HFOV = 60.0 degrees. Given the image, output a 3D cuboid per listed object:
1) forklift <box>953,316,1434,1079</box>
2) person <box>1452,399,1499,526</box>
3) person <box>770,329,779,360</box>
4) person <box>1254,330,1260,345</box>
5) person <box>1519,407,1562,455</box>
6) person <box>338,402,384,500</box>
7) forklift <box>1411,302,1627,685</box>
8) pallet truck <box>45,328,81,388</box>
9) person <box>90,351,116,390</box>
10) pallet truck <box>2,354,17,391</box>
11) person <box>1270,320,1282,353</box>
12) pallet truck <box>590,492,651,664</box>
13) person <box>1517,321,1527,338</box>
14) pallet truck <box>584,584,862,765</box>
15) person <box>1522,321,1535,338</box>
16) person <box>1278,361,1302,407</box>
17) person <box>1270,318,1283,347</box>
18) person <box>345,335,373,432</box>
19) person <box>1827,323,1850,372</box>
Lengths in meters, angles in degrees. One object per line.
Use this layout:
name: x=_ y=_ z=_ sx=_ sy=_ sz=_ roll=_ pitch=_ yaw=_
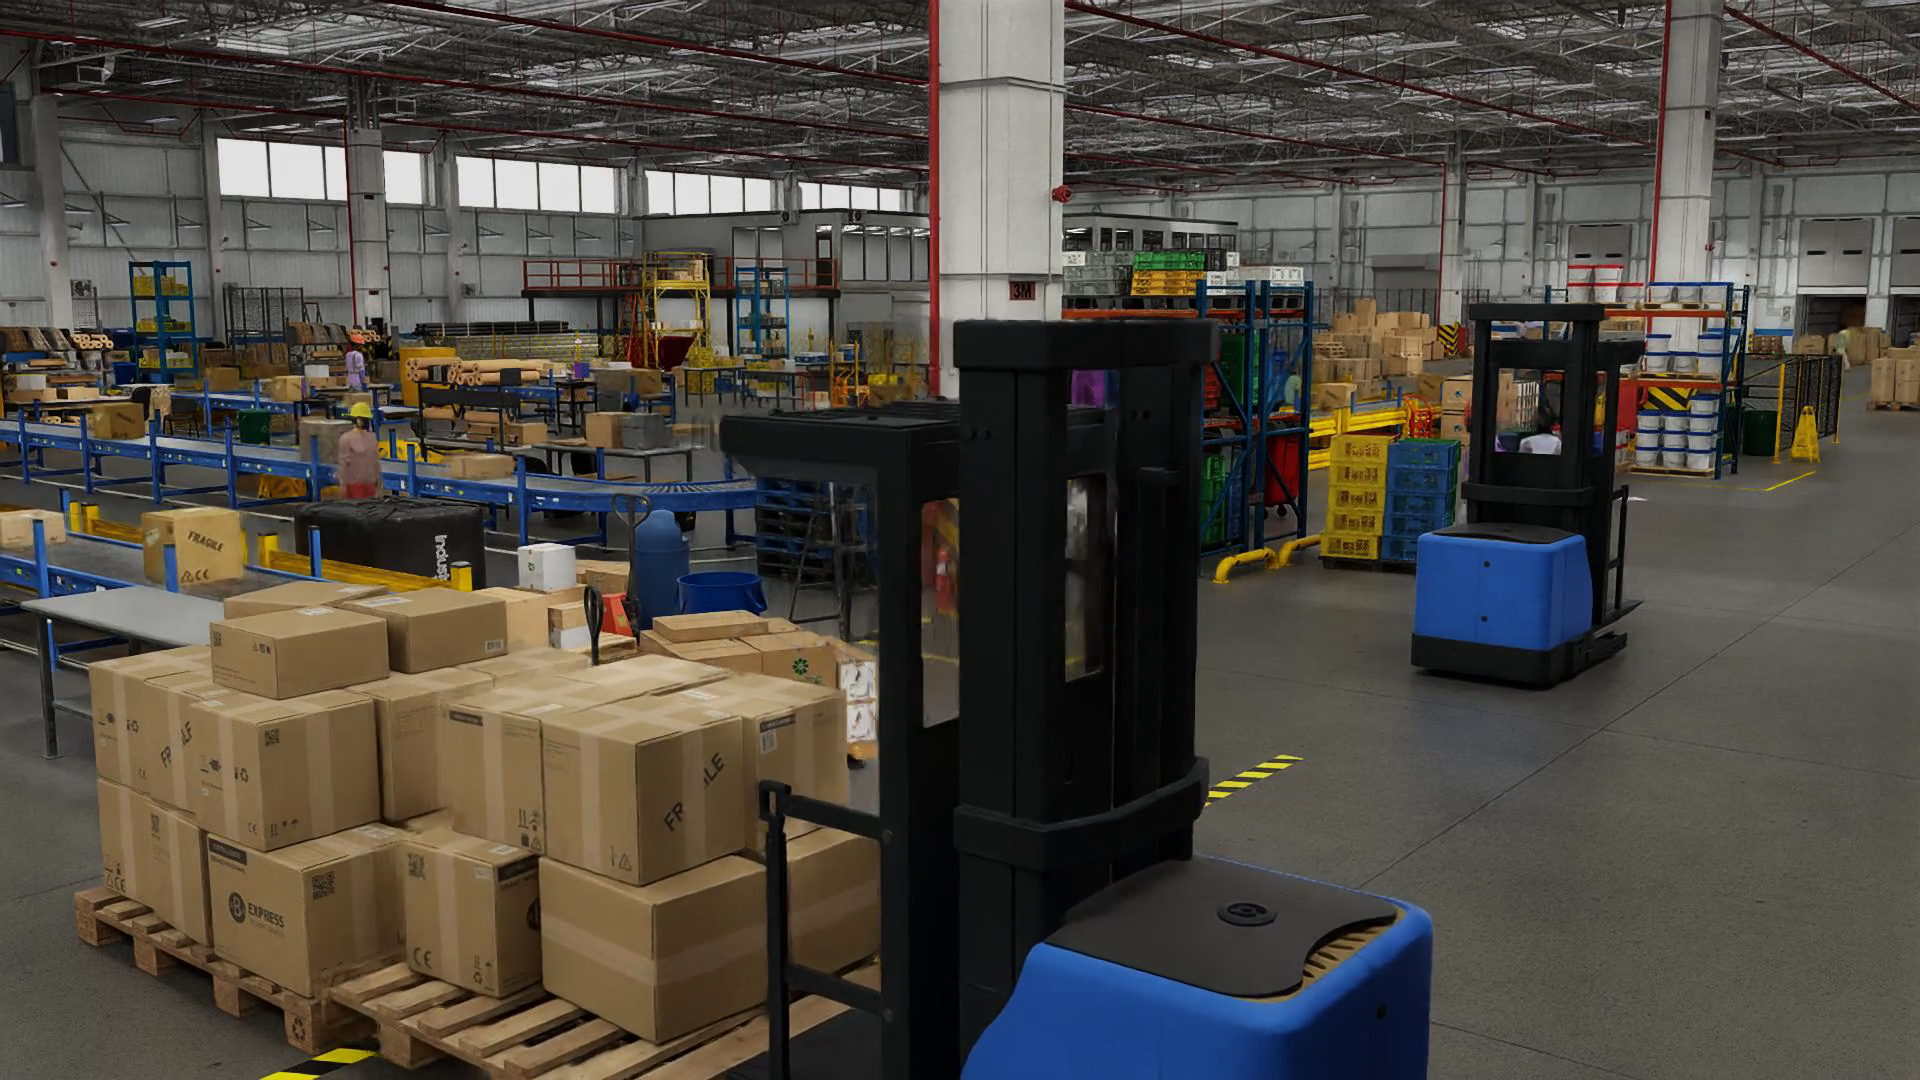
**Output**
forklift: x=0.395 y=0.722 z=5.034 sx=1.873 sy=2.768 sz=1.129 roll=7 pitch=11 yaw=37
person: x=4.798 y=-0.351 z=15.468 sx=0.412 sy=1.923 sz=0.569 roll=0 pitch=8 yaw=-2
person: x=-6.936 y=-7.214 z=62.001 sx=0.345 sy=1.847 sz=0.506 roll=5 pitch=10 yaw=29
person: x=12.364 y=-8.112 z=68.569 sx=0.503 sy=1.692 sz=0.921 roll=2 pitch=9 yaw=16
person: x=6.275 y=-0.595 z=17.916 sx=0.534 sy=1.677 sz=0.448 roll=3 pitch=9 yaw=21
person: x=-6.361 y=-0.596 z=17.702 sx=0.387 sy=1.752 sz=0.554 roll=4 pitch=9 yaw=24
forklift: x=4.379 y=-0.438 z=12.852 sx=1.129 sy=2.768 sz=1.873 roll=7 pitch=11 yaw=37
pallet truck: x=-23.775 y=-4.544 z=43.495 sx=1.885 sy=1.965 sz=0.823 roll=6 pitch=10 yaw=35
person: x=-18.959 y=-3.498 z=36.785 sx=0.657 sy=1.892 sz=0.622 roll=6 pitch=10 yaw=33
pallet truck: x=-24.881 y=-4.417 z=42.634 sx=1.885 sy=1.965 sz=0.823 roll=8 pitch=11 yaw=41
person: x=15.166 y=-9.917 z=79.974 sx=0.631 sy=1.916 sz=0.740 roll=-2 pitch=9 yaw=-12
pallet truck: x=-3.115 y=0.344 z=12.883 sx=0.653 sy=1.274 sz=1.630 roll=7 pitch=11 yaw=37
person: x=26.503 y=-9.611 z=78.302 sx=0.633 sy=1.806 sz=0.920 roll=-3 pitch=9 yaw=-17
pallet truck: x=-1.426 y=0.805 z=10.019 sx=1.601 sy=1.201 sz=0.680 roll=-4 pitch=9 yaw=-26
person: x=25.802 y=-9.225 z=75.405 sx=0.549 sy=1.906 sz=0.906 roll=0 pitch=8 yaw=0
person: x=6.236 y=-2.570 z=31.470 sx=0.501 sy=1.623 sz=0.391 roll=7 pitch=11 yaw=39
person: x=16.175 y=-10.616 z=84.519 sx=0.783 sy=1.973 sz=0.621 roll=3 pitch=9 yaw=20
person: x=-12.565 y=-3.263 z=34.715 sx=0.607 sy=2.040 sz=0.378 roll=8 pitch=11 yaw=42
person: x=32.322 y=-7.054 z=61.111 sx=0.964 sy=1.792 sz=0.621 roll=7 pitch=11 yaw=41
